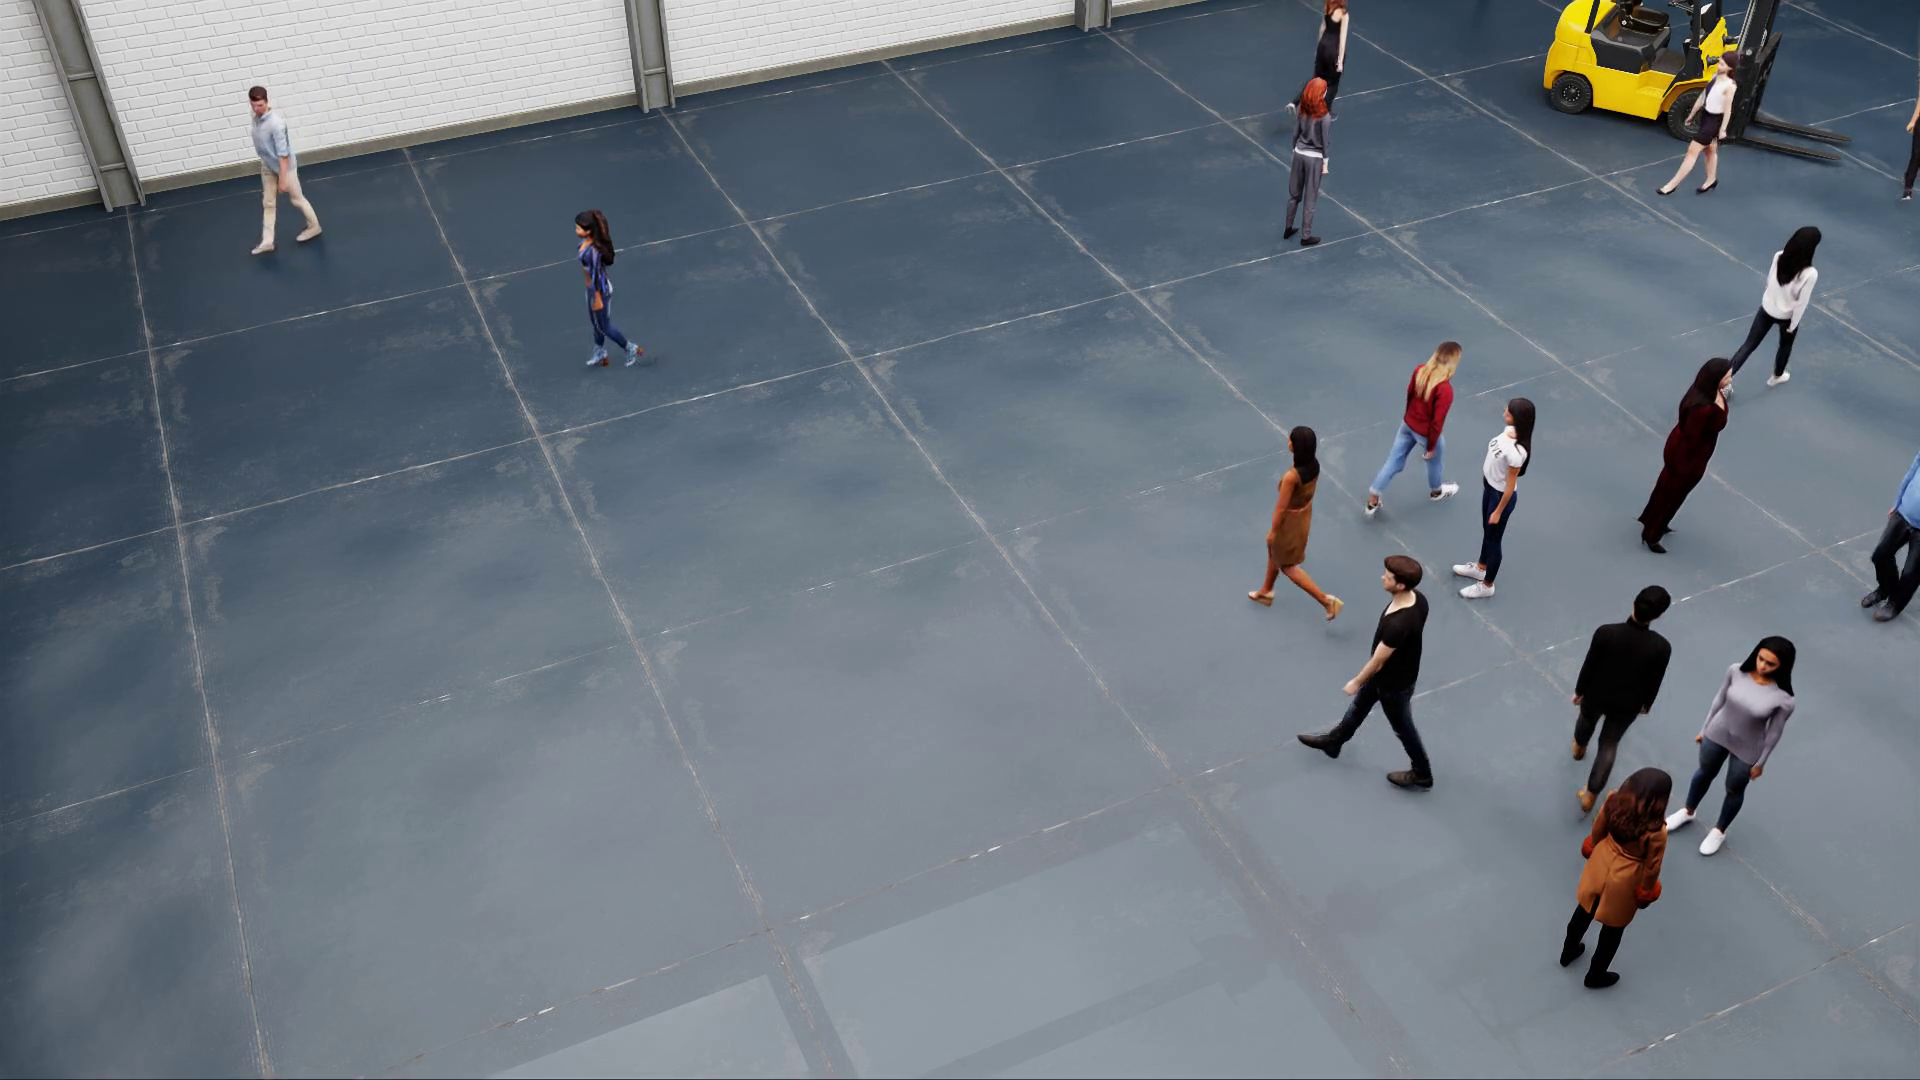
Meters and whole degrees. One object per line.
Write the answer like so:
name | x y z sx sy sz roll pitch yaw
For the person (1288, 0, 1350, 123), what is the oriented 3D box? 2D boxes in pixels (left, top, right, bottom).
person | 4.183 -5.589 19.156 0.952 1.733 0.641 -20 43 -23

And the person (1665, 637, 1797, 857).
person | 4.936 1.277 10.557 0.603 1.736 0.651 -25 45 -28

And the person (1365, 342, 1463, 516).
person | 3.642 -0.839 13.326 1.141 1.586 0.728 -23 44 -26

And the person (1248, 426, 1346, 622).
person | 2.522 -0.067 12.299 0.965 1.662 1.013 22 44 25

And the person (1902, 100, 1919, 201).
person | 10.458 -4.497 17.892 1.022 1.603 1.097 13 40 16

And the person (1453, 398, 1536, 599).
person | 4.073 -0.327 12.533 0.681 1.775 0.668 4 39 5

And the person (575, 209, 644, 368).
person | -3.240 -2.263 15.086 0.789 1.615 0.677 -11 40 -13

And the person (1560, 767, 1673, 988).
person | 3.838 1.960 9.709 0.601 1.727 0.695 -19 43 -23

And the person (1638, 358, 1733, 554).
person | 5.671 -0.685 12.997 0.841 1.756 0.771 16 41 19

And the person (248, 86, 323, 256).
person | -6.808 -3.789 16.843 1.027 1.807 1.187 28 46 30

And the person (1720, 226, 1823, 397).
person | 7.166 -1.988 14.702 1.146 1.663 0.739 -24 44 -27

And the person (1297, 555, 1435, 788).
person | 2.926 0.933 10.896 1.230 1.851 1.144 12 40 14

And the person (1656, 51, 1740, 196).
person | 8.113 -4.440 17.811 1.048 1.616 0.748 -5 39 -6

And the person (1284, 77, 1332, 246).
person | 3.554 -3.865 16.960 0.594 1.779 0.634 -29 47 -31

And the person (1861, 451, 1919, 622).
person | 7.183 -0.162 12.304 0.590 1.805 0.679 -17 42 -20

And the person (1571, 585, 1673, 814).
person | 4.276 1.055 10.866 1.082 1.696 1.169 14 41 16
